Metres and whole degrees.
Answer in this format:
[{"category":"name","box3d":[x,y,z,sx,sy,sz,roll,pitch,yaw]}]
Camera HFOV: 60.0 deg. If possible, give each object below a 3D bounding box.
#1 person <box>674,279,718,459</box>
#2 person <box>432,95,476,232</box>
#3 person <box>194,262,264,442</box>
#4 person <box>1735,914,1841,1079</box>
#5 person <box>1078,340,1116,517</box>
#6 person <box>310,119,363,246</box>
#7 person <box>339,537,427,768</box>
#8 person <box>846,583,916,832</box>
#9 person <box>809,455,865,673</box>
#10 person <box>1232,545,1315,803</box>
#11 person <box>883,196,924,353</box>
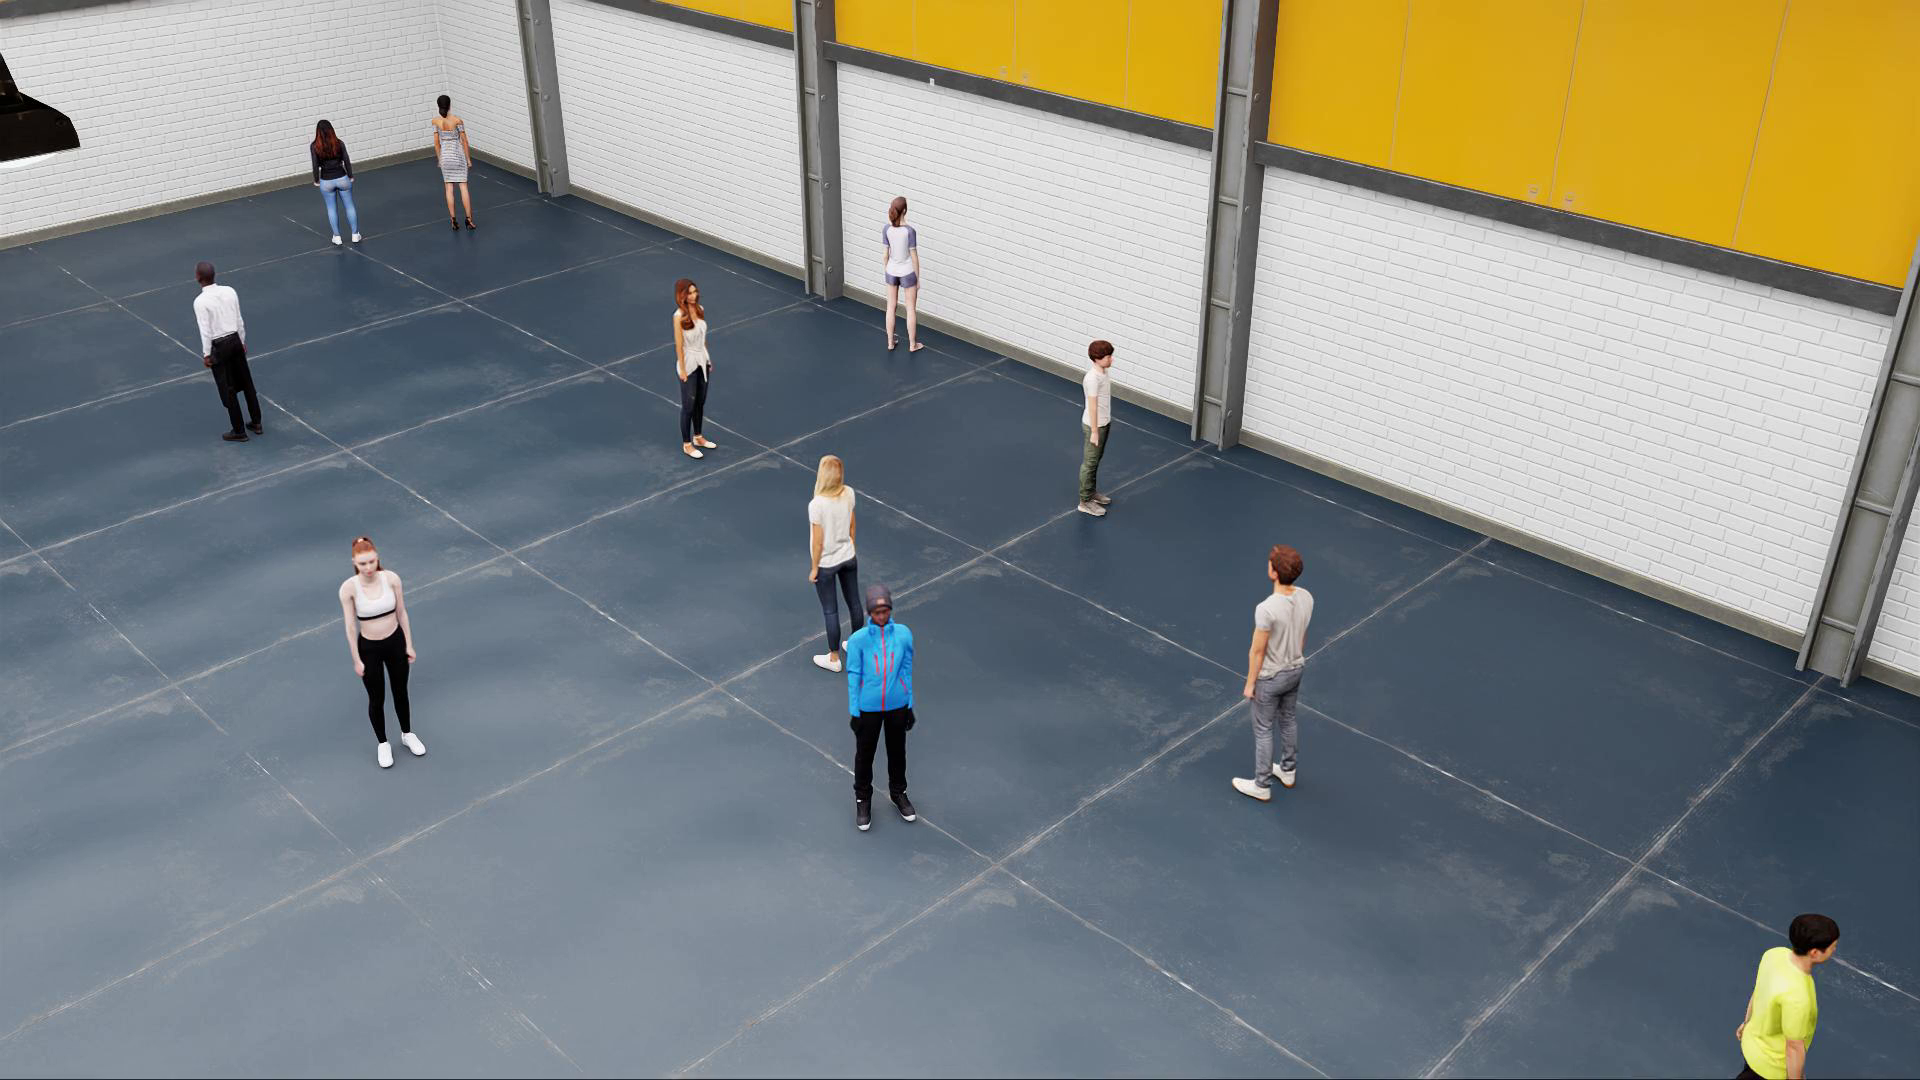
[{"category":"person","box3d":[-2.606,-1.688,16.171,0.617,1.785,0.655,15,32,25]},{"category":"person","box3d":[-6.802,-5.066,22.323,0.682,1.822,0.735,-1,29,-2]},{"category":"person","box3d":[-7.261,-1.870,16.450,0.627,1.836,0.692,16,32,27]},{"category":"person","box3d":[4.033,2.590,8.446,1.184,1.671,1.008,6,29,10]},{"category":"person","box3d":[1.240,-1.048,15.133,0.669,1.654,0.663,9,30,16]},{"category":"person","box3d":[-8.233,-4.721,21.888,0.717,1.633,0.686,-12,31,-21]},{"category":"person","box3d":[-4.072,0.774,11.703,0.619,1.740,0.573,-19,34,-30]},{"category":"person","box3d":[-0.527,1.088,11.071,0.691,1.794,0.694,-9,30,-16]},{"category":"person","box3d":[-0.944,0.176,12.728,0.600,1.809,0.516,-23,36,-36]},{"category":"person","box3d":[2.162,0.905,11.304,0.661,1.892,0.574,-21,35,-33]},{"category":"person","box3d":[-0.658,-2.962,18.523,0.636,1.768,0.730,9,30,17]}]
